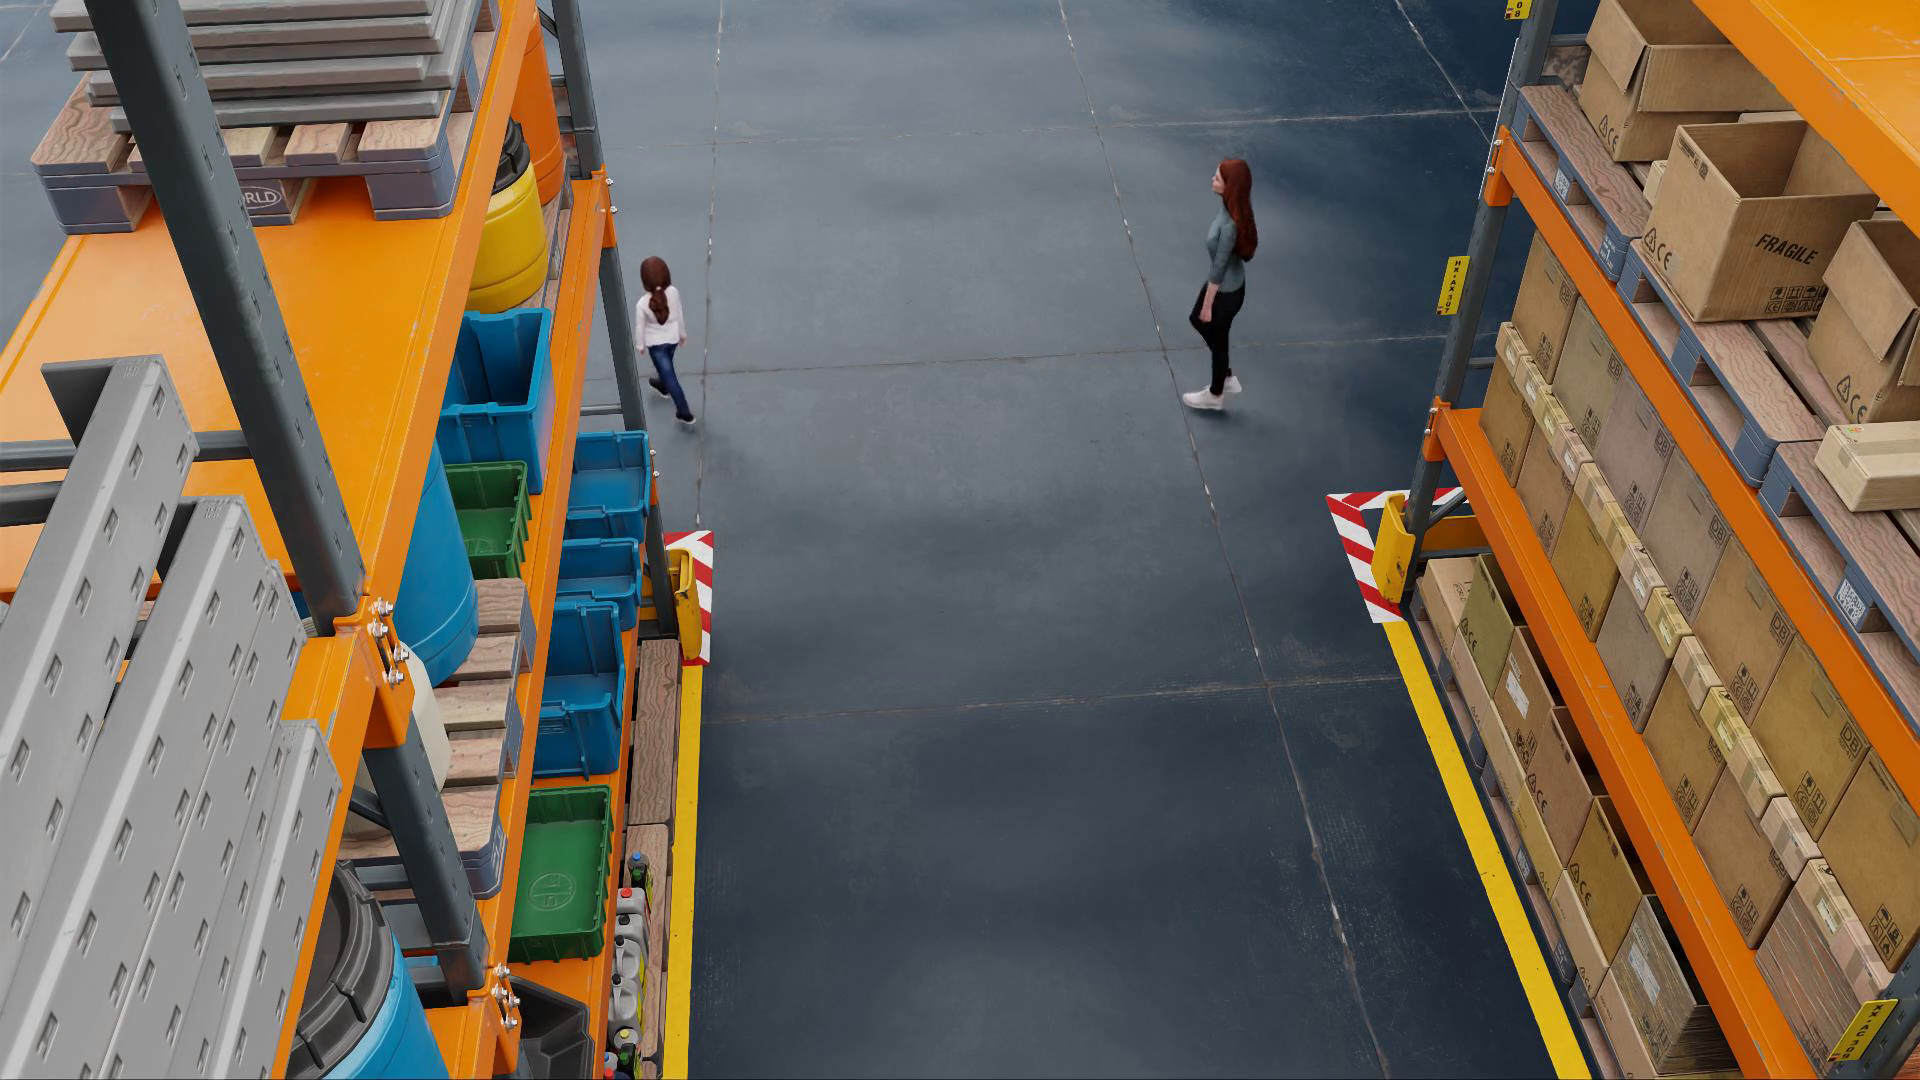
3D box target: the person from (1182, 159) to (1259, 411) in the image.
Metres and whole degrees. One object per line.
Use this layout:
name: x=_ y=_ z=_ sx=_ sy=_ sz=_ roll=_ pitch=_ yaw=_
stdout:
person: x=1.637 y=-1.458 z=9.839 sx=0.754 sy=1.738 sz=0.661 roll=12 pitch=44 yaw=13

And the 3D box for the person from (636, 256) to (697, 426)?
person: x=-1.767 y=-1.190 z=10.027 sx=0.717 sy=1.088 sz=0.831 roll=-30 pitch=50 yaw=-29
